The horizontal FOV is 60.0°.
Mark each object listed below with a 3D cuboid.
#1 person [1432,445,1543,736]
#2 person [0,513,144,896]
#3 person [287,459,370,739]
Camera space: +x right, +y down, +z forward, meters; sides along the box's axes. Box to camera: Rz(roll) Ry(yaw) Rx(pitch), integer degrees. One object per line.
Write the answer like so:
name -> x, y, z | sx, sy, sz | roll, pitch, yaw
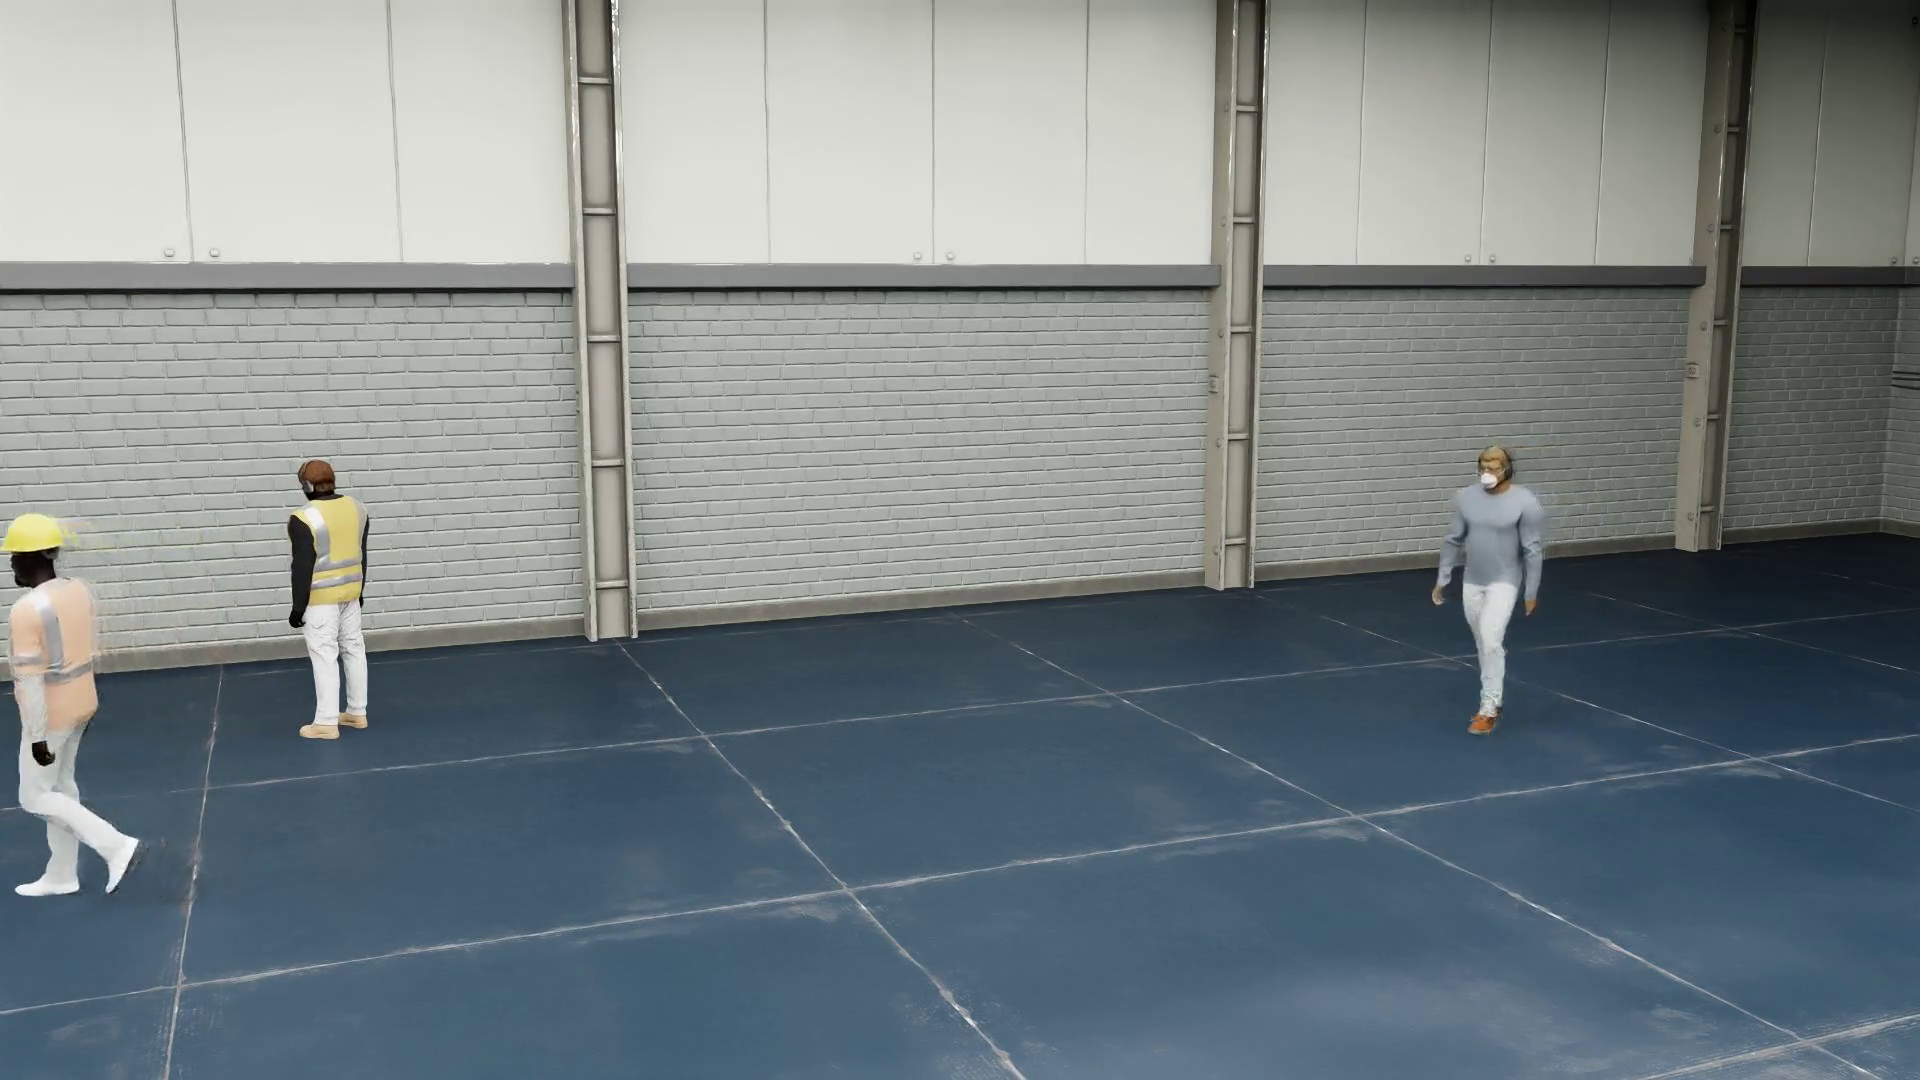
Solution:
person -> 3.472, 0.328, 11.071 | 0.794, 1.911, 0.654 | -7, 11, -38
person -> -4.301, 0.817, 8.003 | 0.611, 1.910, 0.592 | 0, 9, 1
person -> -4.168, 0.385, 10.945 | 0.429, 1.837, 0.621 | 4, 10, 24
